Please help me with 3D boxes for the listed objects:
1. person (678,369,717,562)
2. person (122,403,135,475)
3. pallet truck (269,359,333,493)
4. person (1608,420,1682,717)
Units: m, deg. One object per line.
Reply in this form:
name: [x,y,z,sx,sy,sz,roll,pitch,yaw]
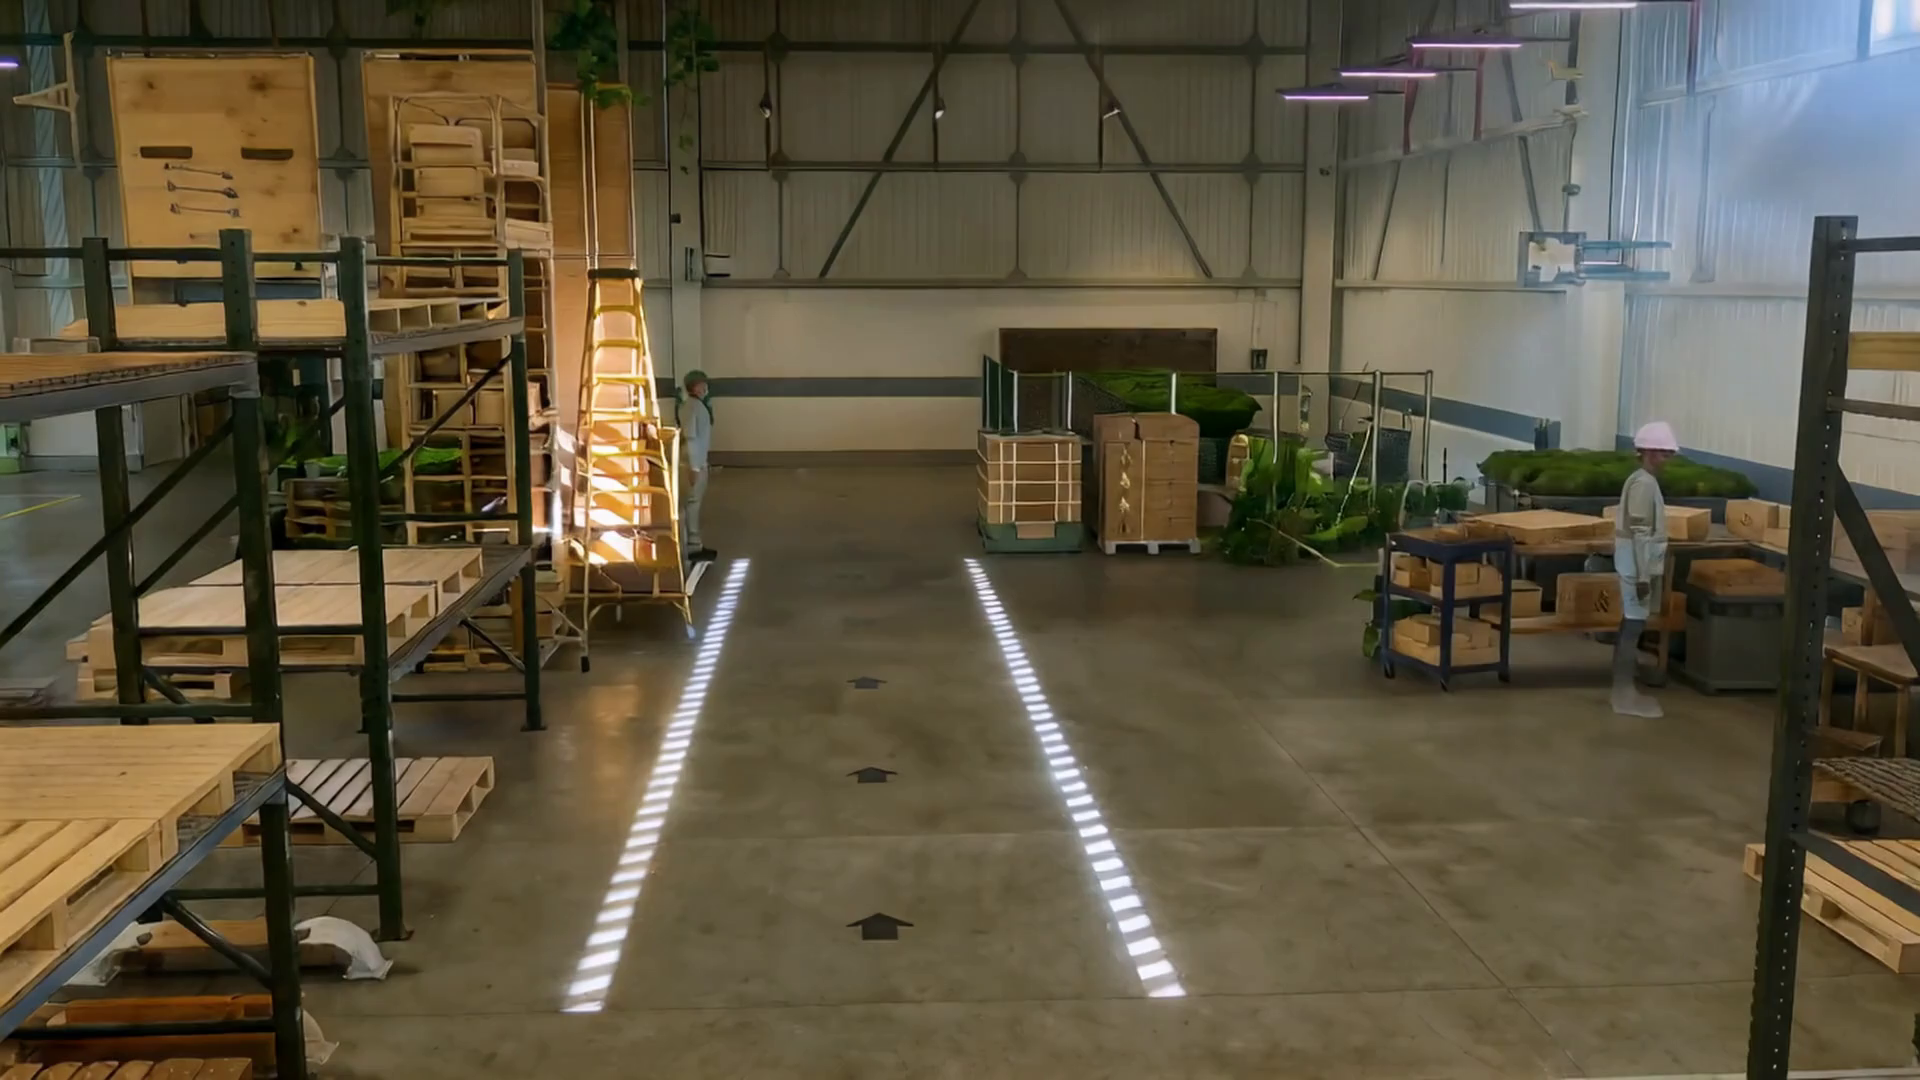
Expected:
person: [-2.662,-0.756,16.823,0.372,1.940,0.632,-1,9,-4]
person: [-12.048,-1.727,23.918,0.375,1.625,0.516,-2,9,-12]
pallet truck: [-7.062,-1.131,18.996,1.885,1.965,0.823,2,9,13]
person: [4.501,0.179,10.952,0.372,1.939,0.544,3,10,20]
